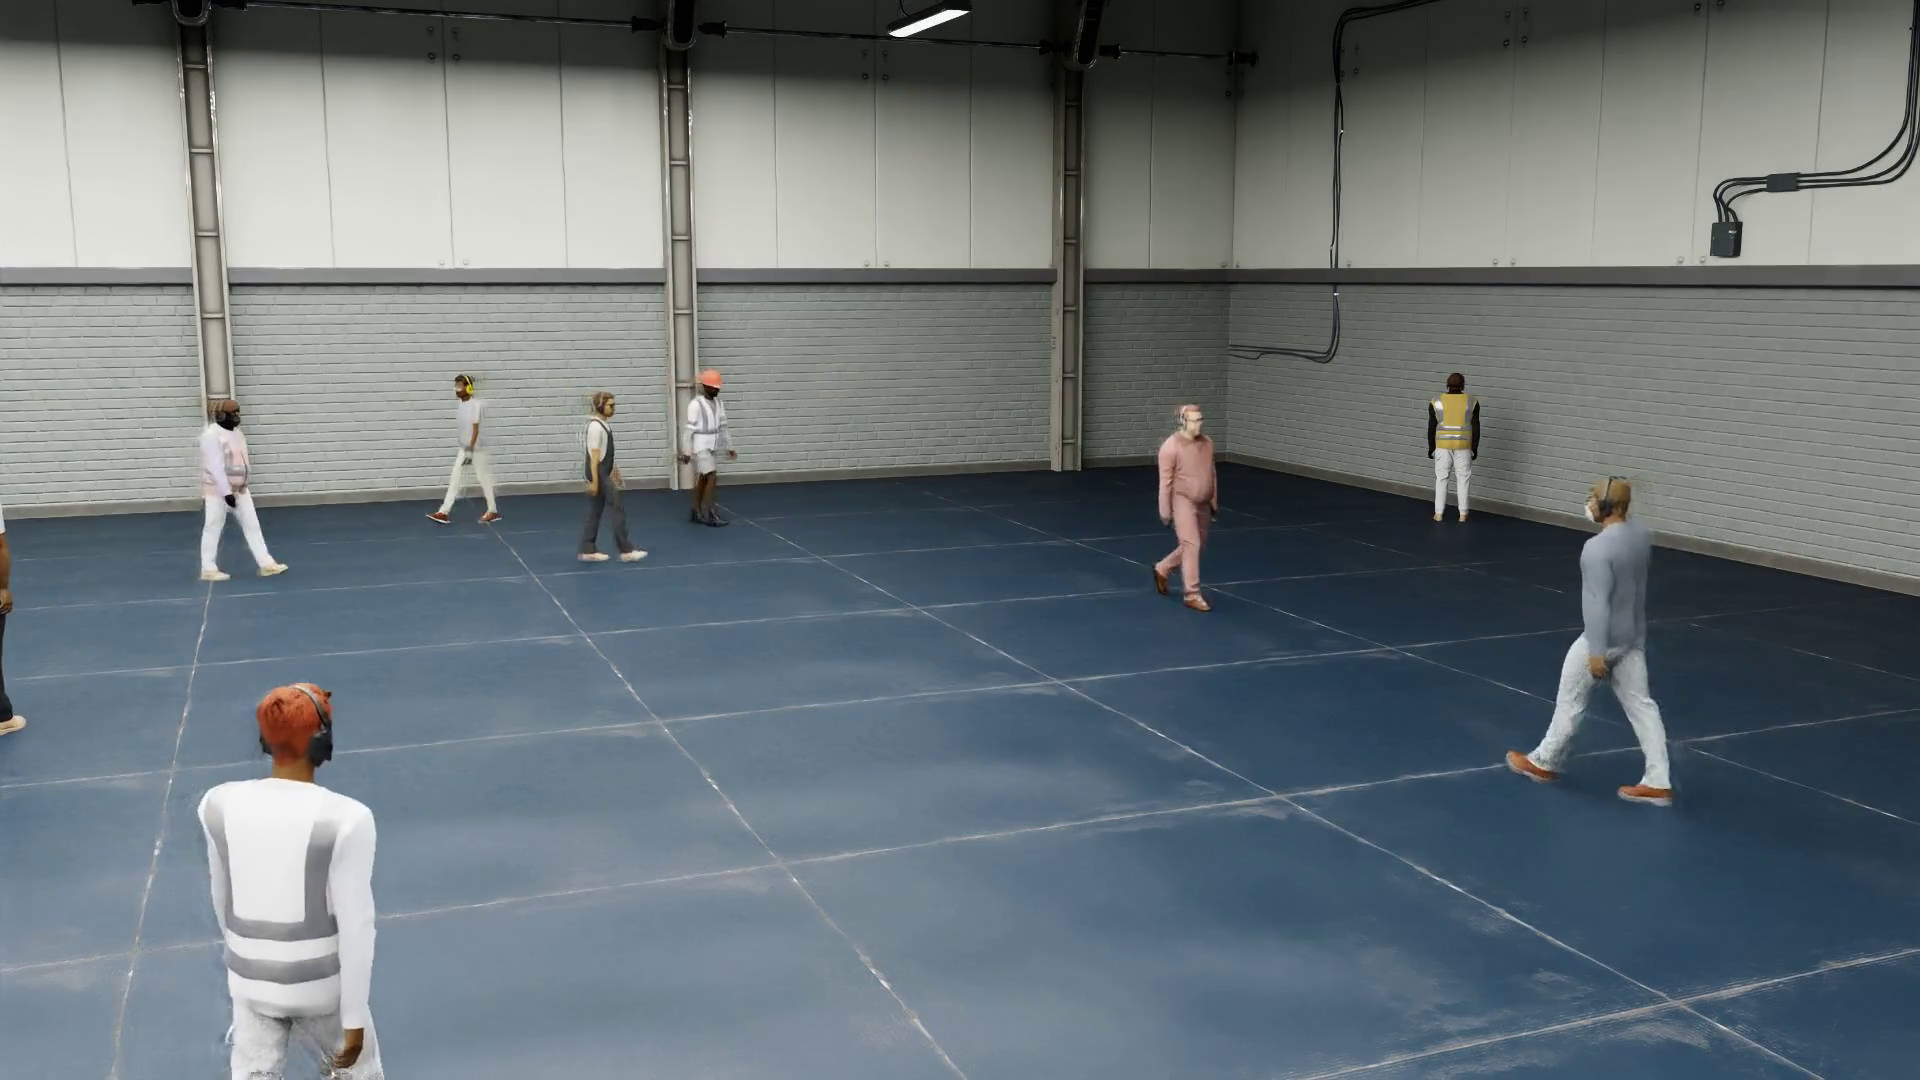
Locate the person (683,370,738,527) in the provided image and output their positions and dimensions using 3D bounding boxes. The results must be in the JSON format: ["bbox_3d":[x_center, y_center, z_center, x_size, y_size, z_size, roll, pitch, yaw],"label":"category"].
[{"bbox_3d":[-3.001,-1.105,20.127,0.809,1.893,0.551,4,10,25],"label":"person"}]

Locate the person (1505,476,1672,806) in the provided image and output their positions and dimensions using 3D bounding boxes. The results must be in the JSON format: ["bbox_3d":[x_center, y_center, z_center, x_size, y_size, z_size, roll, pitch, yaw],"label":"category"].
[{"bbox_3d":[3.739,0.565,9.663,0.651,1.884,1.012,-8,12,-40],"label":"person"}]

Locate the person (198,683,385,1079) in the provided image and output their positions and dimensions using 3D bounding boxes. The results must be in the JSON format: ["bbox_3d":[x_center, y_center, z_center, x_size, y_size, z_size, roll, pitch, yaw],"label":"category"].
[{"bbox_3d":[-1.995,1.335,5.023,0.581,1.835,1.005,1,9,7],"label":"person"}]

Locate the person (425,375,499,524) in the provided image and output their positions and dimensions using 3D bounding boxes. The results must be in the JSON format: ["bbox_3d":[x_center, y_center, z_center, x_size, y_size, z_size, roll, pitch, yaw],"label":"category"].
[{"bbox_3d":[-6.036,-1.082,20.200,0.512,1.821,0.985,7,11,38],"label":"person"}]

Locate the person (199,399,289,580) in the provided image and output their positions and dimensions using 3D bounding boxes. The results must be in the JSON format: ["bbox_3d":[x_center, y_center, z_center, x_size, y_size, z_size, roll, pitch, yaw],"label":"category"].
[{"bbox_3d":[-7.174,-0.483,16.491,0.907,1.806,0.639,1,9,9],"label":"person"}]

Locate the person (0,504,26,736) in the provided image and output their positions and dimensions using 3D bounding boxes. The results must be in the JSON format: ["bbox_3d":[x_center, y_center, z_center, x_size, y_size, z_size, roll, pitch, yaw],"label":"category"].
[{"bbox_3d":[-6.565,0.281,10.950,0.684,2.000,0.535,0,9,-2],"label":"person"}]

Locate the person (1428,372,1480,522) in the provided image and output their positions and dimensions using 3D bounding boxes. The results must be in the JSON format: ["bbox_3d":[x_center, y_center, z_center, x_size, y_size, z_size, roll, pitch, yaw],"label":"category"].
[{"bbox_3d":[6.087,-1.144,20.522,0.621,1.845,0.429,3,9,17],"label":"person"}]

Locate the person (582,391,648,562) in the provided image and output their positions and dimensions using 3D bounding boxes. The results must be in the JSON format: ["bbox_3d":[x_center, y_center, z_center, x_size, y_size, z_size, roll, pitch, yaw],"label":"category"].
[{"bbox_3d":[-3.653,-0.660,17.582,0.820,1.817,0.512,-1,9,-9],"label":"person"}]

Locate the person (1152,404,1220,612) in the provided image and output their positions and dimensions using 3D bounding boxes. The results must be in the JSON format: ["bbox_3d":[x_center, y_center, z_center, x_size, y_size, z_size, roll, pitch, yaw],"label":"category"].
[{"bbox_3d":[2.057,-0.323,15.249,0.646,1.878,0.802,-8,12,-42],"label":"person"}]
